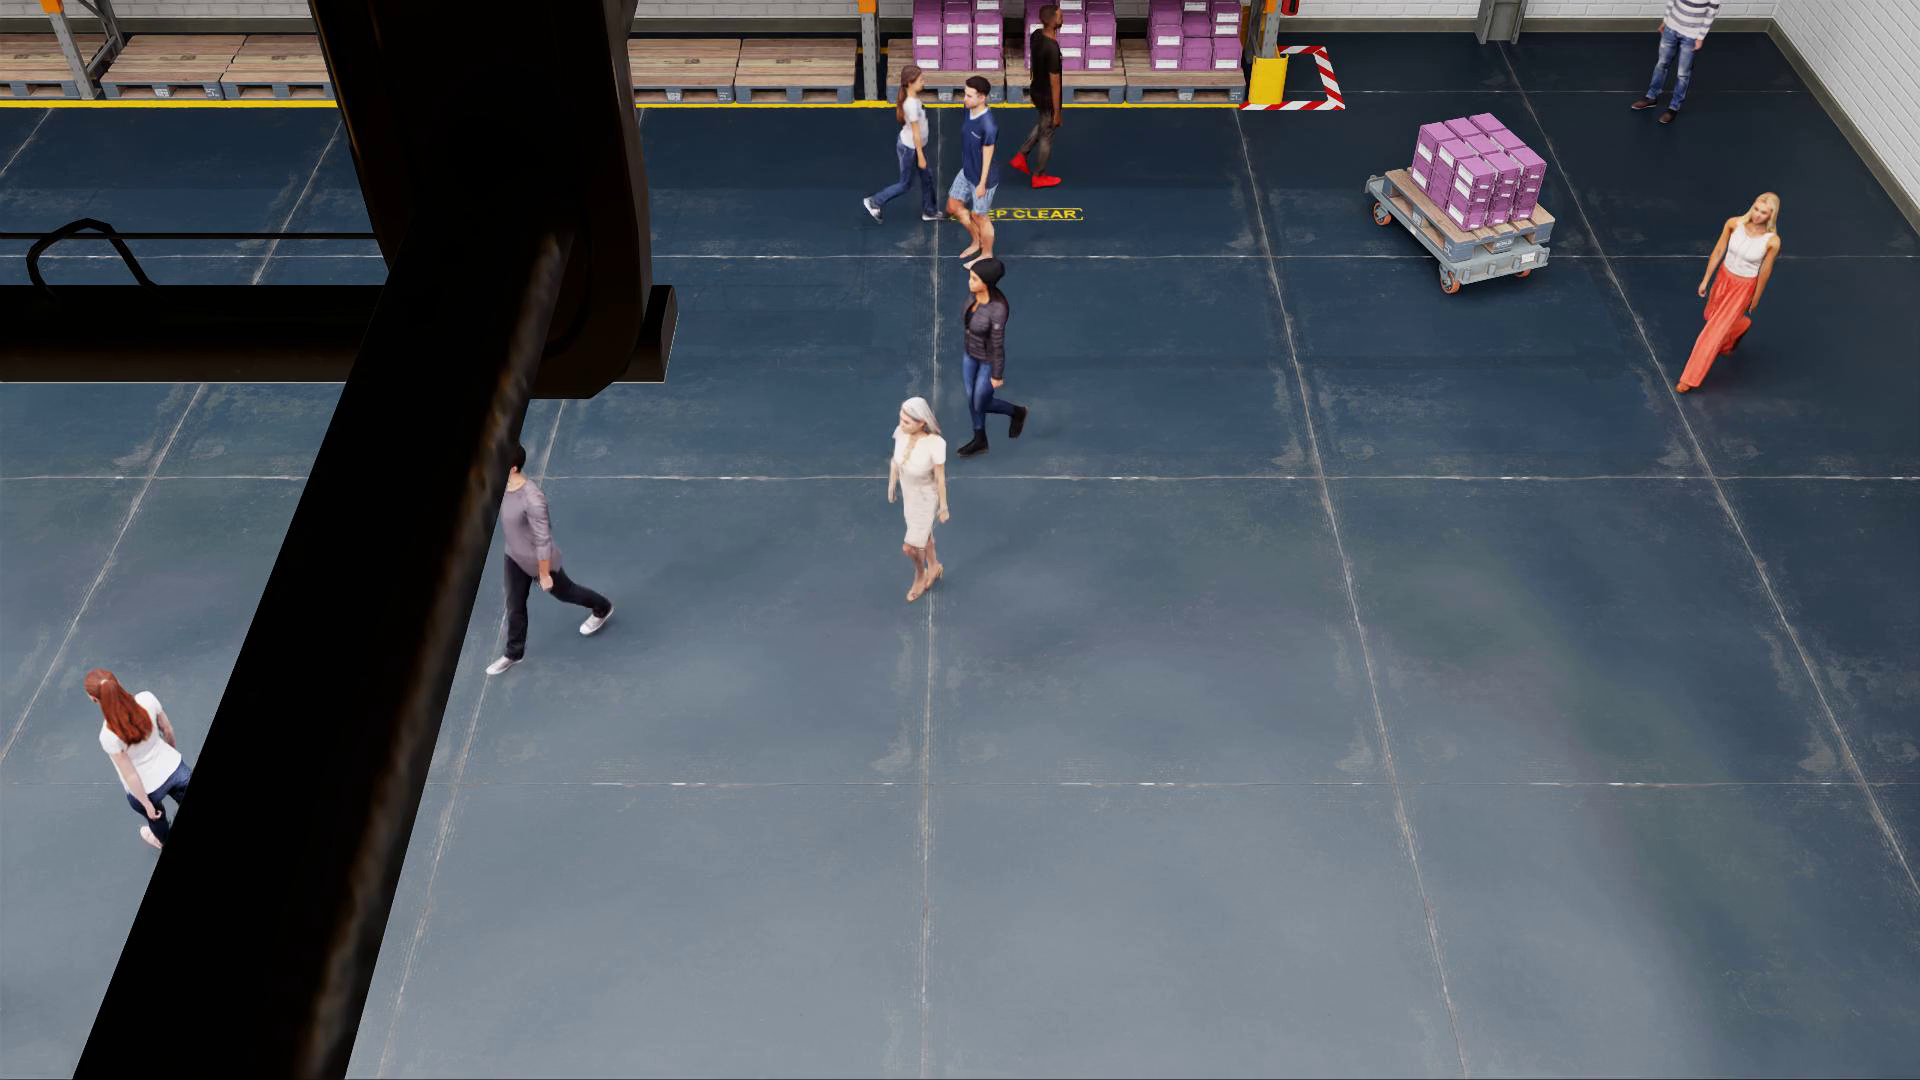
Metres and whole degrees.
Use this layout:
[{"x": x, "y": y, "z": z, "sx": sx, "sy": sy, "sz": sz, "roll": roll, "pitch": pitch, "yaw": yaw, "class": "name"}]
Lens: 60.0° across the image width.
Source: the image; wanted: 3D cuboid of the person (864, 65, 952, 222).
[{"x": -0.489, "y": -3.484, "z": 14.806, "sx": 1.001, "sy": 1.540, "sz": 0.529, "roll": -1, "pitch": 44, "yaw": -1, "class": "person"}]

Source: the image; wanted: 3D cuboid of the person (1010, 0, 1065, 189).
[{"x": 0.701, "y": -4.025, "z": 15.189, "sx": 0.833, "sy": 1.795, "sz": 0.779, "roll": -14, "pitch": 45, "yaw": -14, "class": "person"}]

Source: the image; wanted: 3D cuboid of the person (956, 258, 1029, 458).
[{"x": 0.255, "y": -1.354, "z": 12.431, "sx": 0.967, "sy": 1.732, "sz": 0.854, "roll": -21, "pitch": 48, "yaw": -21, "class": "person"}]

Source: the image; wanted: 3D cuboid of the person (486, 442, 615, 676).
[{"x": -2.713, "y": 0.056, "z": 10.894, "sx": 1.264, "sy": 1.811, "sz": 1.190, "roll": -32, "pitch": 52, "yaw": -29, "class": "person"}]

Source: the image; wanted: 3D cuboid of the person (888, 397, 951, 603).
[{"x": -0.204, "y": -0.310, "z": 11.343, "sx": 0.811, "sy": 1.722, "sz": 0.753, "roll": -32, "pitch": 52, "yaw": -29, "class": "person"}]

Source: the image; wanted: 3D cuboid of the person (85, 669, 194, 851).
[{"x": -4.514, "y": 1.431, "z": 9.545, "sx": 1.211, "sy": 1.680, "sz": 0.948, "roll": 20, "pitch": 47, "yaw": 20, "class": "person"}]

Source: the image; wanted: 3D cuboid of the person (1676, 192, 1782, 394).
[{"x": 6.130, "y": -2.005, "z": 13.086, "sx": 1.160, "sy": 1.772, "sz": 1.028, "roll": -28, "pitch": 50, "yaw": -26, "class": "person"}]

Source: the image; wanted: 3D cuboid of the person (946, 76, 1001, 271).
[{"x": 0.226, "y": -3.161, "z": 14.255, "sx": 0.773, "sy": 1.833, "sz": 0.747, "roll": -19, "pitch": 47, "yaw": -19, "class": "person"}]

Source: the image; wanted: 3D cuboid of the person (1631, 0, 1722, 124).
[{"x": 7.057, "y": -4.985, "z": 16.154, "sx": 0.729, "sy": 1.854, "sz": 0.724, "roll": -25, "pitch": 49, "yaw": -24, "class": "person"}]
